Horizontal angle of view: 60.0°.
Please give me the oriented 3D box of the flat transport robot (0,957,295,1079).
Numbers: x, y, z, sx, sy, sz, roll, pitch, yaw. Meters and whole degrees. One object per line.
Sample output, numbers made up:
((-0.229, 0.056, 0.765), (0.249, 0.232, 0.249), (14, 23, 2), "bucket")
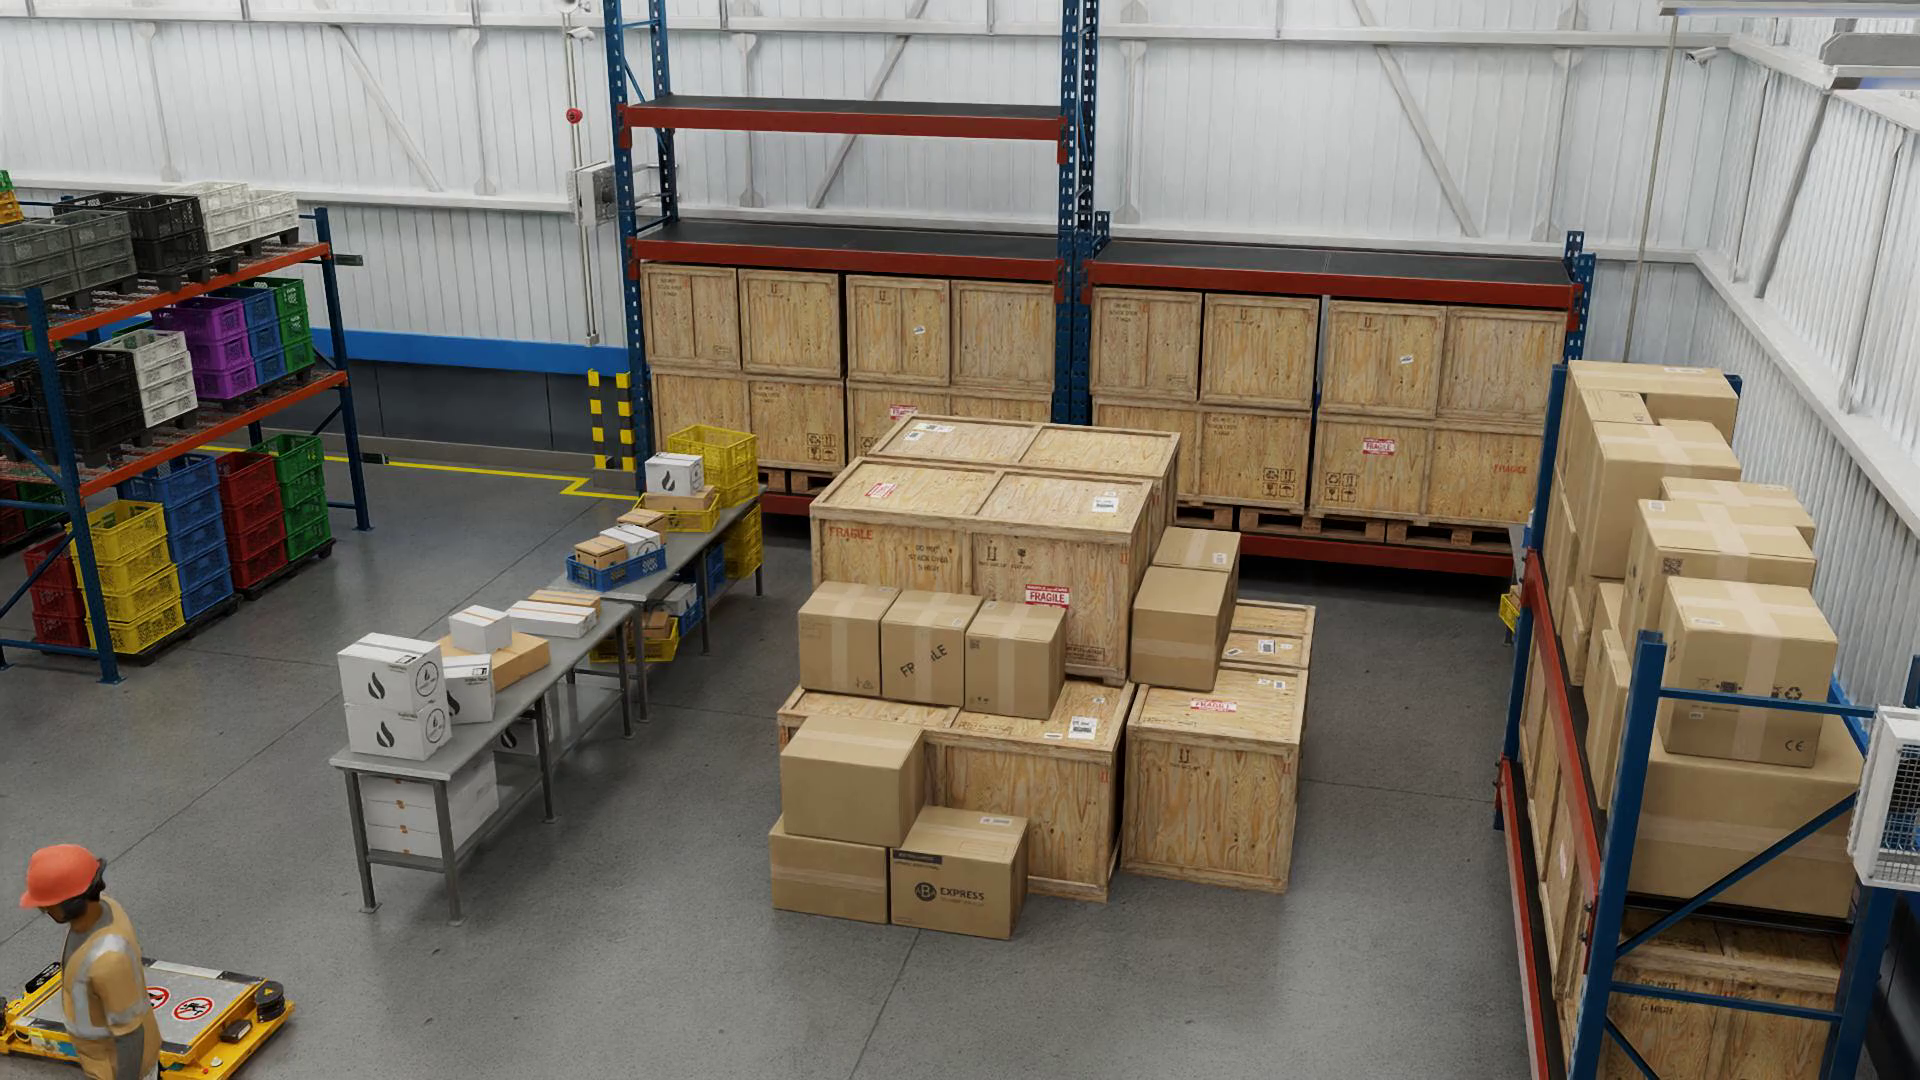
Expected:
((-4.270, 2.464, 8.601), (1.431, 0.231, 0.659), (5, 22, 13), "flat transport robot")

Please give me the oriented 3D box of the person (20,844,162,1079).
((-3.542, 2.155, 6.939), (0.388, 2.034, 0.604), (-13, 25, -31), "person")
